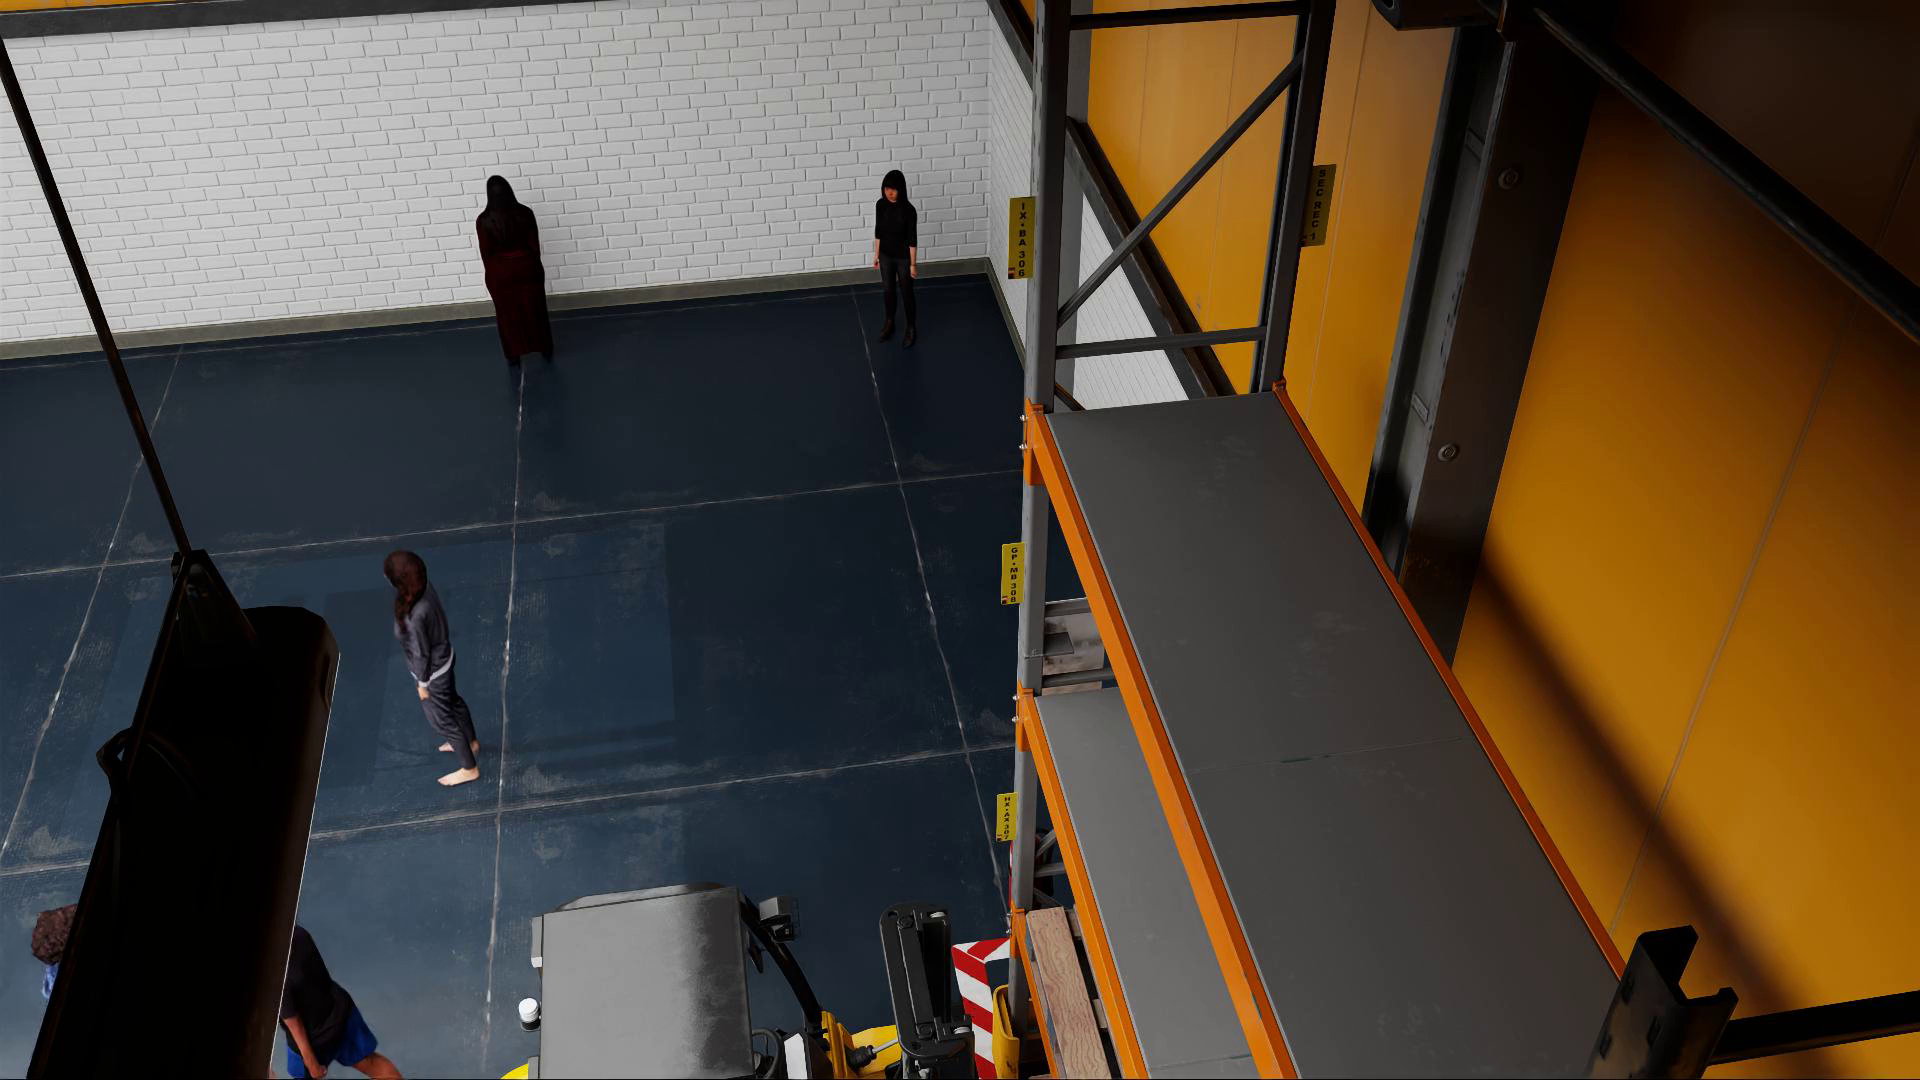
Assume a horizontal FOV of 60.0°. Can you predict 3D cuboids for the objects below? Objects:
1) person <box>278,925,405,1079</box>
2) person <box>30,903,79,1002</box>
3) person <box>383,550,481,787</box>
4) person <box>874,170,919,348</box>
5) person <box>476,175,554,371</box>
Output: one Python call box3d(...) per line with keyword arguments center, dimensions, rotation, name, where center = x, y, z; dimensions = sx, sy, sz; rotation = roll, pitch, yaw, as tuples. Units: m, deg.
box3d(center=(-3.078, 2.398, 8.246), dimensions=(0.848, 1.733, 1.142), rotation=(1, 39, 1), name="person")
box3d(center=(-4.221, 2.505, 8.072), dimensions=(0.878, 1.784, 0.803), rotation=(-19, 42, -22), name="person")
box3d(center=(-3.243, 0.765, 10.266), dimensions=(0.664, 1.765, 0.447), rotation=(-8, 39, -10), name="person")
box3d(center=(-0.541, -2.467, 14.412), dimensions=(0.640, 1.641, 0.674), rotation=(17, 42, 20), name="person")
box3d(center=(-3.759, -2.255, 14.053), dimensions=(0.742, 1.758, 0.728), rotation=(-18, 42, -21), name="person")
